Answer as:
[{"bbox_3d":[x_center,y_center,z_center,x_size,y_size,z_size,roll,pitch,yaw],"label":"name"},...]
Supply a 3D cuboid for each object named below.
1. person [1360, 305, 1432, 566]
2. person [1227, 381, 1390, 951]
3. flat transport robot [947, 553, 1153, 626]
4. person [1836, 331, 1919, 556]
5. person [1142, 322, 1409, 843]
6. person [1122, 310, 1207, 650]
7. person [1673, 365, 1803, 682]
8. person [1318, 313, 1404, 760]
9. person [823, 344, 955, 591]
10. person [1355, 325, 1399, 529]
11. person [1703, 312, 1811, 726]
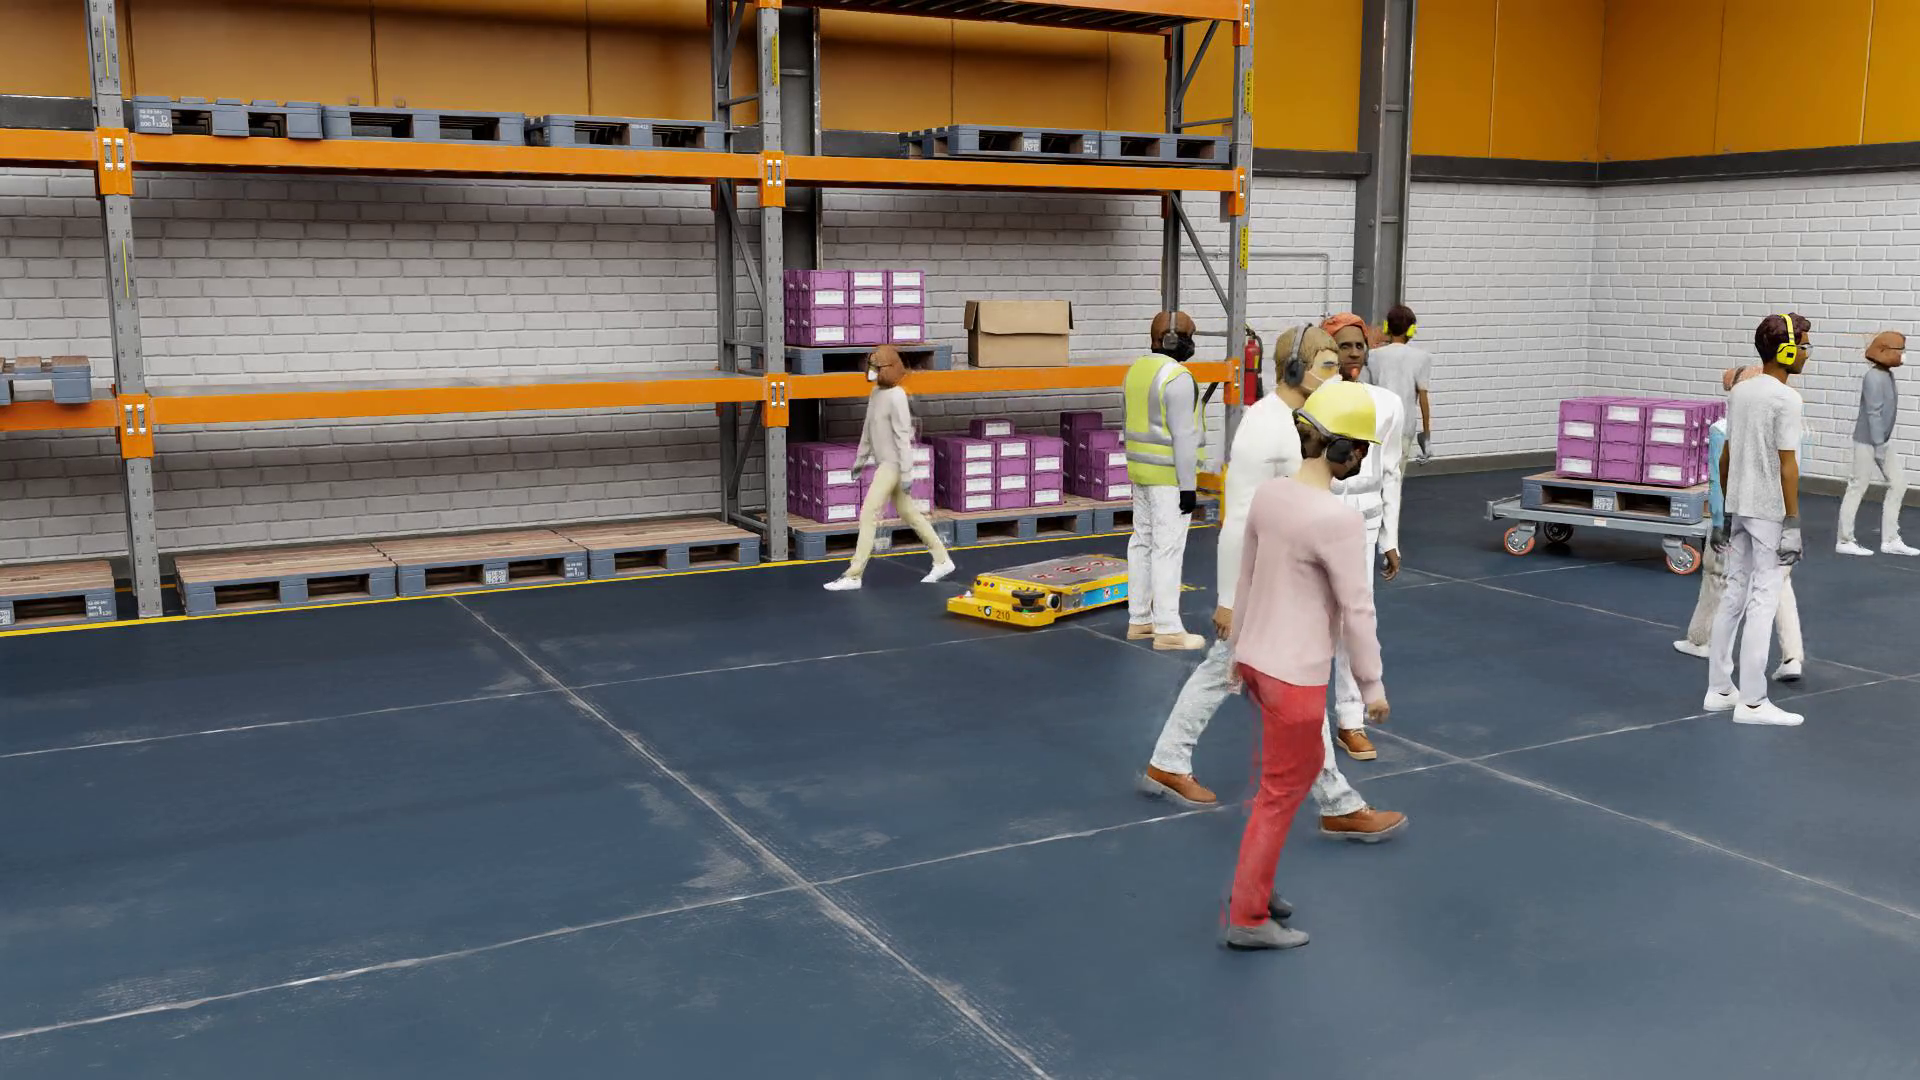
[{"bbox_3d":[3.033,-0.739,11.711,0.549,1.816,0.970,2,9,11],"label":"person"},{"bbox_3d":[1.012,0.395,4.978,0.474,1.739,0.544,-3,10,-16],"label":"person"},{"bbox_3d":[0.643,0.284,10.128,0.652,0.197,1.431,9,13,42],"label":"flat transport robot"},{"bbox_3d":[6.616,-0.669,11.831,0.647,1.609,0.535,8,12,41],"label":"person"},{"bbox_3d":[1.122,0.145,6.128,1.023,1.888,0.629,4,10,24],"label":"person"},{"bbox_3d":[1.126,-0.329,9.095,0.429,1.840,0.629,-4,10,-21],"label":"person"},{"bbox_3d":[4.031,-0.095,8.462,0.533,1.585,0.909,-2,9,-9],"label":"person"},{"bbox_3d":[1.570,-0.006,6.993,0.574,1.884,0.356,-1,9,-4],"label":"person"},{"bbox_3d":[-0.426,-0.472,10.724,0.886,1.585,0.504,-2,10,-14],"label":"person"},{"bbox_3d":[3.243,-0.861,12.980,0.559,1.612,0.519,-4,10,-24],"label":"person"},{"bbox_3d":[3.660,-0.097,7.592,0.309,1.868,0.534,-1,9,-7],"label":"person"}]
